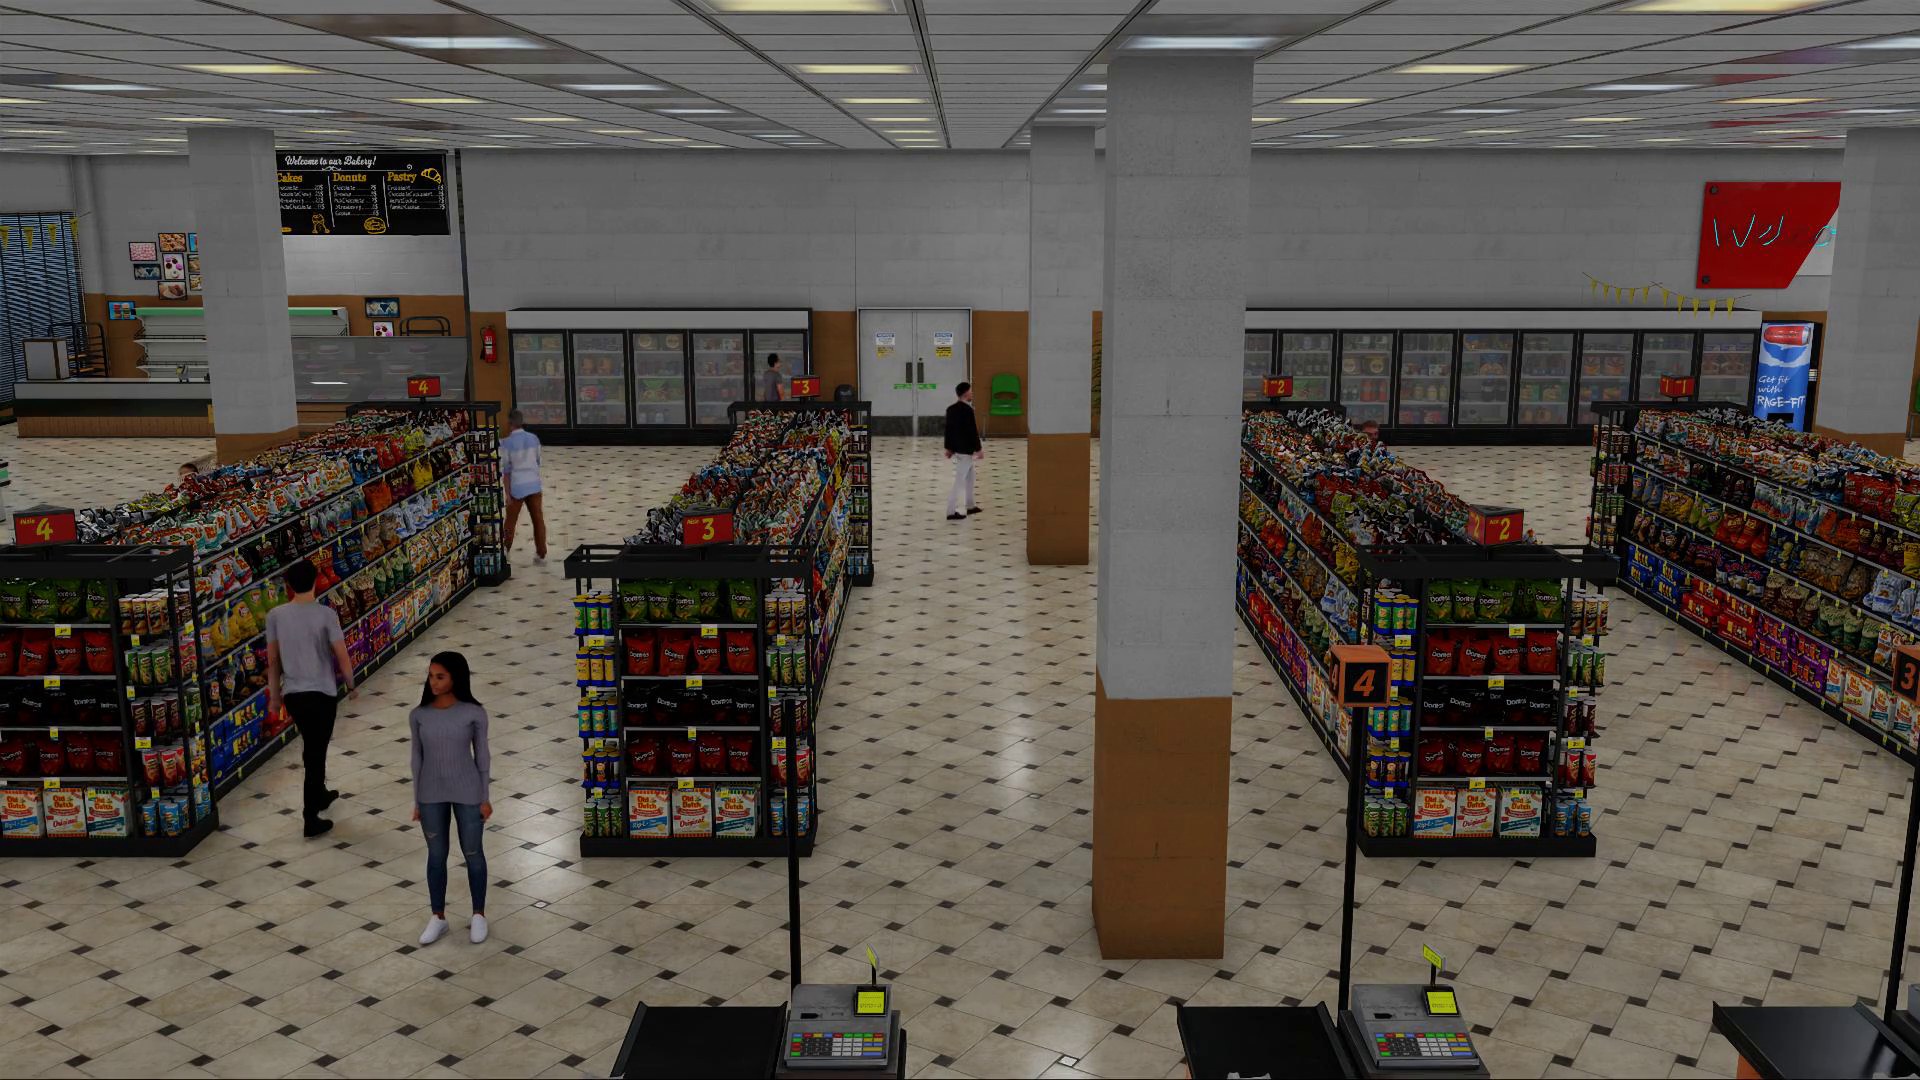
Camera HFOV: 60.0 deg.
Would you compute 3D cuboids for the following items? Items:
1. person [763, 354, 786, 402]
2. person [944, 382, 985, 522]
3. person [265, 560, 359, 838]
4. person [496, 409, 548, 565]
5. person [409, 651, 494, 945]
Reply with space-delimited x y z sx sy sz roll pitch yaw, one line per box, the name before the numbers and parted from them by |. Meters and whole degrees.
person | -3.034 -2.086 26.618 1.116 1.723 1.182 -8 14 -33
person | -0.047 -1.141 21.908 0.972 1.816 0.963 -7 14 -29
person | -4.443 1.094 11.227 0.753 1.844 0.998 2 12 11
person | -5.028 -0.585 19.347 1.113 1.782 1.236 -9 15 -36
person | -2.944 1.479 9.660 0.598 1.736 0.512 0 12 -1
